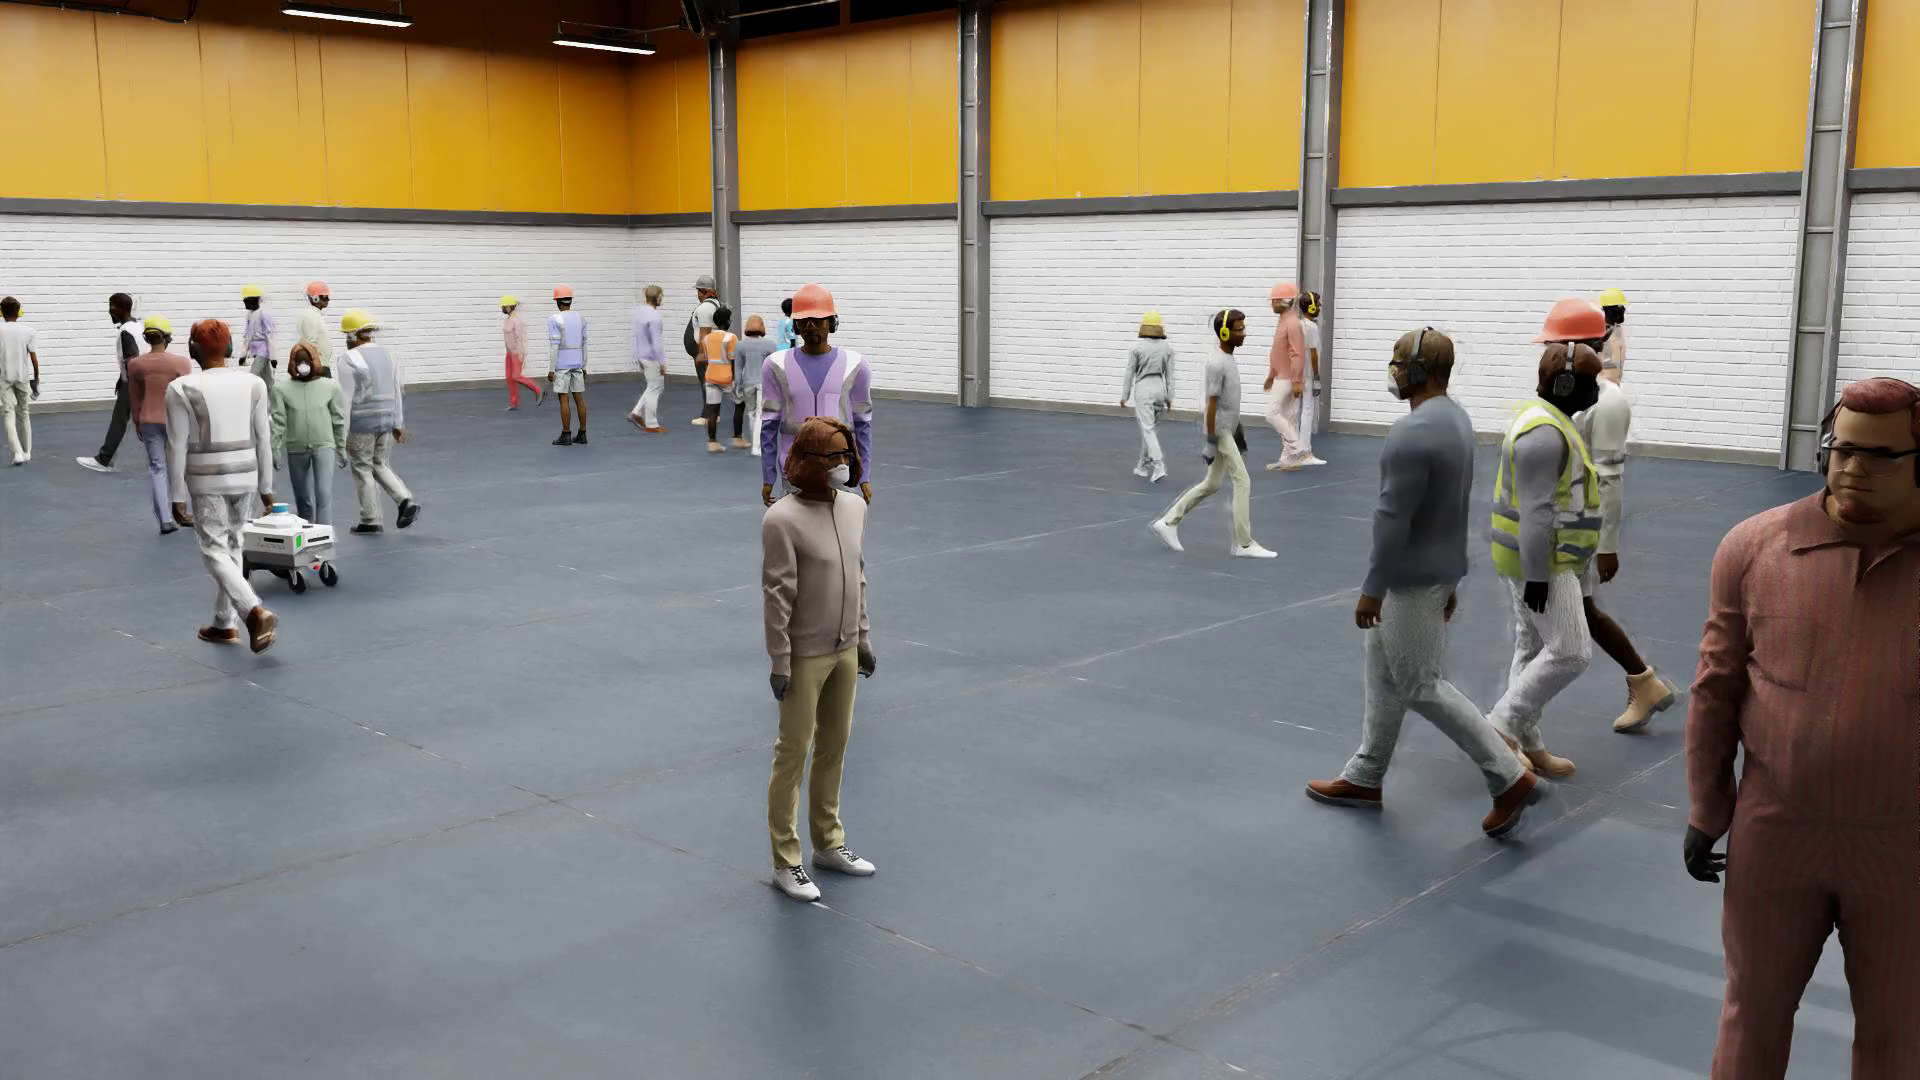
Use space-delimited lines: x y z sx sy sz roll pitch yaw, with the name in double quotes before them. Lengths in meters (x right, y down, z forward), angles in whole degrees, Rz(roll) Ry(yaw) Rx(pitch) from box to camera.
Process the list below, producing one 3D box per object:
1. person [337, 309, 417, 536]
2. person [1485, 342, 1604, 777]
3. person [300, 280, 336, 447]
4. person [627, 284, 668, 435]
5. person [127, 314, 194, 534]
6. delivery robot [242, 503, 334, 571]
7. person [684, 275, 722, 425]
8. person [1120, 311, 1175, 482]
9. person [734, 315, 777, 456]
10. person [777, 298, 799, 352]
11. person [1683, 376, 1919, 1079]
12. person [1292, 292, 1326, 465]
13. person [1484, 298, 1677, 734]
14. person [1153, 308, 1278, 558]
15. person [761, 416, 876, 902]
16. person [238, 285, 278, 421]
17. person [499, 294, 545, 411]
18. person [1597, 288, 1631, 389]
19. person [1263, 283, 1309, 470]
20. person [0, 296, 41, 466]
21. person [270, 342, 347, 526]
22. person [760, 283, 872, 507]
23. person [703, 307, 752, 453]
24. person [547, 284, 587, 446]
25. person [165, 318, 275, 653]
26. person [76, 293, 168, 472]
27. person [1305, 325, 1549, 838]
"person" -4.656 -0.921 13.161 0.501 1.810 0.622 4 10 22
"person" 2.417 0.100 6.852 0.441 1.824 0.643 4 10 22
"person" -7.565 -2.071 19.687 0.439 1.979 0.647 -2 10 -14
"person" -3.928 -2.290 21.195 0.453 1.924 0.658 -5 10 -27
"person" -6.370 -0.935 13.389 0.555 1.750 0.488 0 9 0
"delivery robot" -4.525 -0.002 11.080 0.707 0.478 0.477 4 10 26
"person" -3.503 -2.596 22.729 0.538 2.000 0.684 1 9 7
"person" 1.924 -1.448 16.723 0.498 1.705 0.877 -3 10 -20
"person" -2.299 -1.759 18.942 0.526 1.602 0.717 2 9 12
"person" -2.506 -2.711 24.484 0.362 1.691 0.574 -4 10 -25
"person" 1.859 0.610 3.493 0.651 1.904 0.401 6 11 31
"person" 3.769 -1.747 18.076 0.330 1.862 0.518 -3 10 -18
"person" 2.787 -0.080 7.447 1.017 2.004 0.623 0 9 -3
"person" 1.885 -0.790 12.286 0.887 1.842 0.513 2 10 14
"person" -0.474 0.389 5.671 0.266 1.631 0.507 7 11 35
"person" -9.801 -2.574 23.032 0.859 1.892 0.590 -8 12 -40
"person" -6.597 -2.796 24.878 0.567 1.751 0.524 -7 12 -38
"person" 6.369 -1.509 16.403 0.588 1.930 0.361 -9 13 -43
"person" 3.374 -1.694 17.402 0.445 1.974 0.612 1 9 6
"person" -10.306 -1.728 18.090 0.526 1.831 0.905 -7 12 -37
"person" -4.793 -0.668 12.257 0.514 1.601 0.815 -3 10 -19
"person" -0.784 -0.375 9.101 0.615 2.042 0.372 -1 9 -3
"person" -2.677 -1.848 19.222 0.553 1.676 0.636 7 11 35
"person" -4.741 -2.104 20.034 0.363 1.934 0.553 7 12 38
"person" -4.036 -0.291 9.168 0.835 1.860 0.584 7 12 37
"person" -8.734 -1.643 17.424 1.001 1.867 0.615 -2 10 -14
"person" 1.787 0.152 6.272 0.895 1.915 0.630 5 11 28
